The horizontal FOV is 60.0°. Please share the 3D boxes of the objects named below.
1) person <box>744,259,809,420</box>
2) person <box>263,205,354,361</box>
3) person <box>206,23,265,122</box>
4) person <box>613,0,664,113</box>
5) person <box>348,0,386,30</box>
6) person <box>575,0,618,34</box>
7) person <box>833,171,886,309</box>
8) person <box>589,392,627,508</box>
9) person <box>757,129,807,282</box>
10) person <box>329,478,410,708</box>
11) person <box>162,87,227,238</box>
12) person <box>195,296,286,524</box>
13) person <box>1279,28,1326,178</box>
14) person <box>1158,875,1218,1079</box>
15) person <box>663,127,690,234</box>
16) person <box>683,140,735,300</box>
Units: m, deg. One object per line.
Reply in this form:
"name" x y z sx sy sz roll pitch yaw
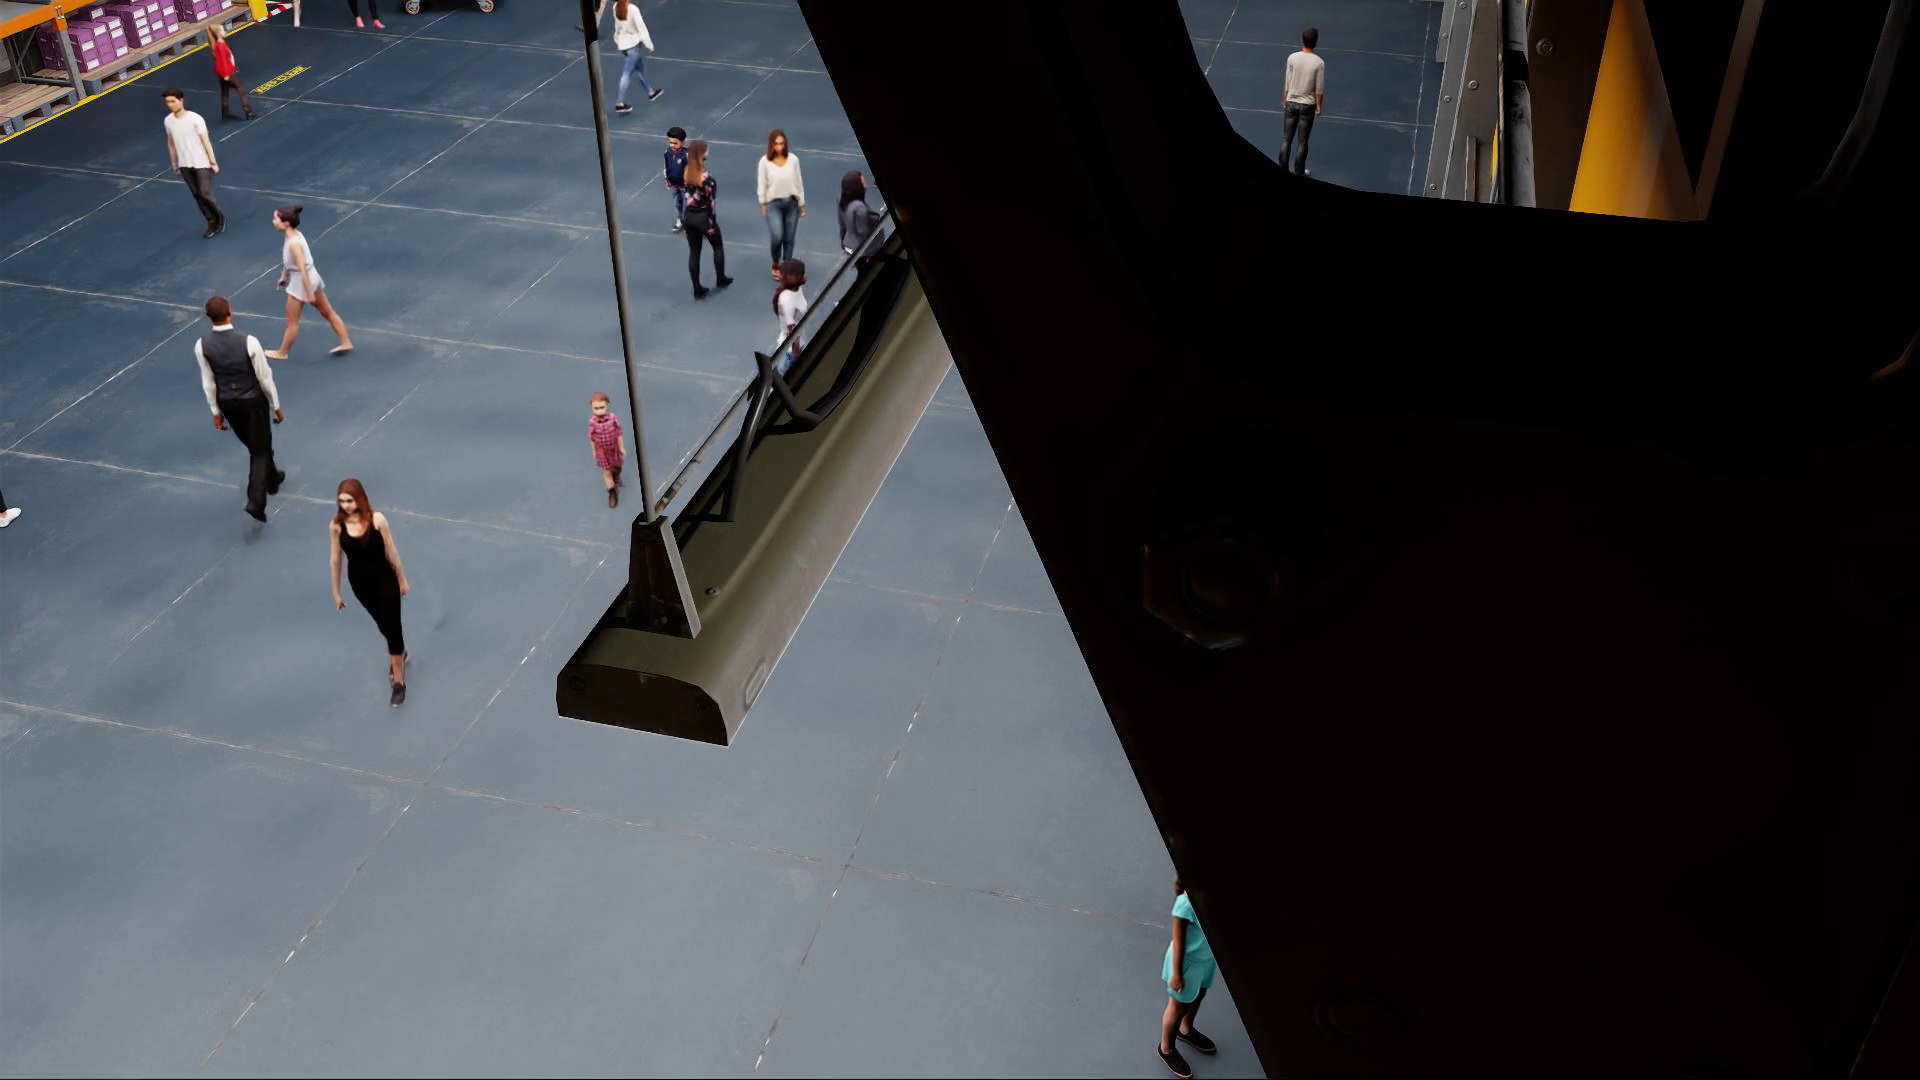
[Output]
"person" -1.566 -1.658 14.730 0.733 1.676 1.118 6 34 9
"person" -6.243 -2.471 16.057 0.974 1.561 1.055 -9 35 -14
"person" -9.688 -6.122 21.819 0.808 1.263 0.737 -20 38 -27
"person" -4.408 -6.468 21.997 0.966 1.644 1.189 27 42 34
"person" -9.205 -8.587 25.165 0.987 1.664 0.996 -22 40 -30
"person" -5.173 -8.495 24.839 1.242 1.873 1.225 -15 37 -22
"person" -1.047 -2.921 16.716 1.004 1.581 0.953 -16 37 -23
"person" -2.966 -0.807 14.050 0.598 1.011 0.715 -8 34 -12
"person" -1.894 -3.579 17.626 0.741 1.671 0.775 -11 35 -16
"person" -4.132 0.258 11.822 0.776 1.705 1.007 -1 34 -1
"person" -8.513 -4.251 18.597 0.659 1.714 0.592 7 34 10
"person" -5.878 -1.046 13.614 0.958 1.892 1.300 -1 34 -2
"person" 4.099 -5.242 20.002 0.682 1.809 0.610 17 37 23
"person" 1.267 2.237 8.977 0.693 1.558 0.596 27 42 34
"person" -3.158 -4.072 18.772 0.549 1.222 0.541 16 37 23
"person" -2.734 -3.279 17.185 0.688 1.659 0.853 18 38 25
